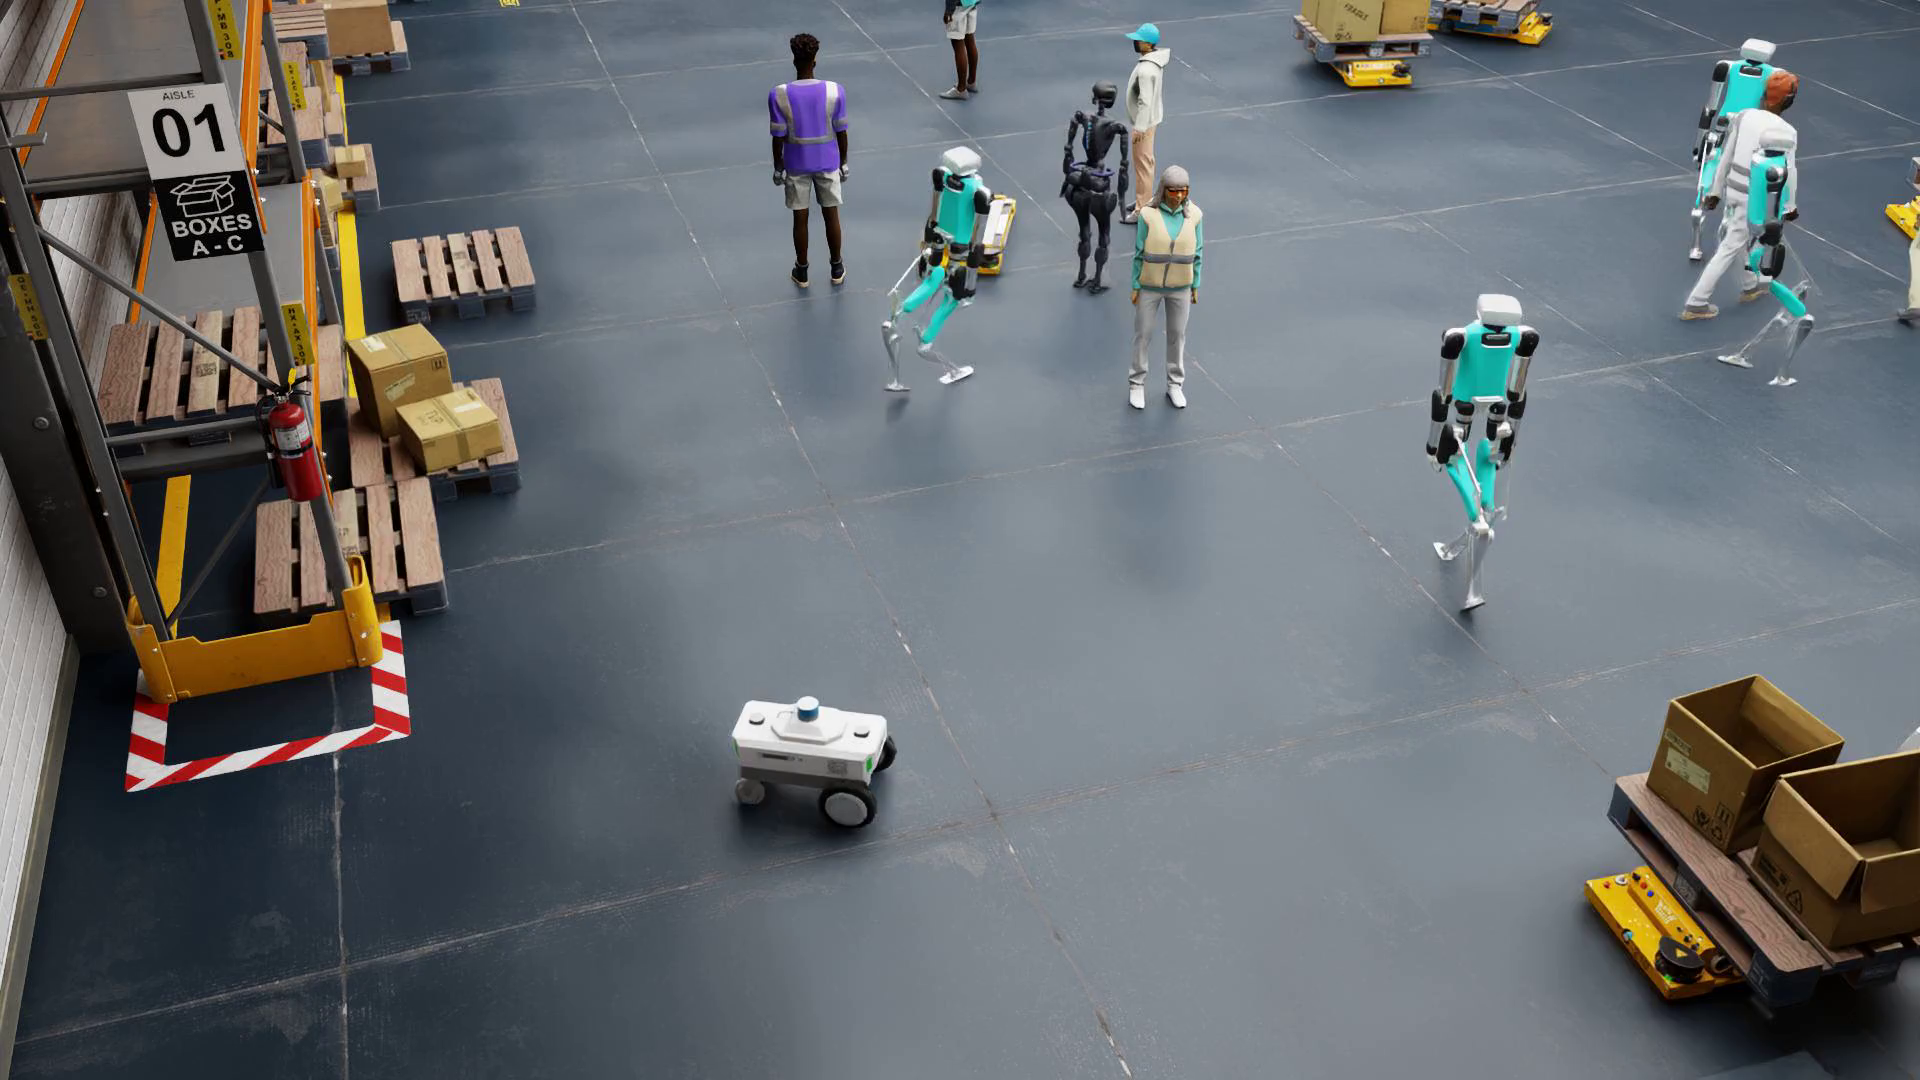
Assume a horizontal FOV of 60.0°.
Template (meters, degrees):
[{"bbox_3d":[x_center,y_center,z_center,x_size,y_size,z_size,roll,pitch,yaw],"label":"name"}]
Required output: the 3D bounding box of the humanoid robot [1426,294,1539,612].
[{"bbox_3d":[2.915,-0.396,9.171,0.532,1.782,1.019,-3,33,-5],"label":"humanoid robot"}]

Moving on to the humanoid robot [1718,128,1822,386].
[{"bbox_3d":[5.730,-1.937,11.514,0.821,1.796,0.578,5,33,7],"label":"humanoid robot"}]

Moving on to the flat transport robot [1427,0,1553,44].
[{"bbox_3d":[5.940,-5.905,18.916,1.431,0.231,0.659,17,37,24],"label":"flat transport robot"}]

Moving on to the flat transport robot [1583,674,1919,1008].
[{"bbox_3d":[3.598,1.617,7.379,1.431,0.231,0.659,-8,34,-12],"label":"flat transport robot"}]

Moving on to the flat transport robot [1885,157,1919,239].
[{"bbox_3d":[8.656,-2.683,13.973,1.431,0.231,0.659,2,33,3],"label":"flat transport robot"}]

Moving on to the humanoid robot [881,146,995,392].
[{"bbox_3d":[-0.275,-1.721,11.162,0.932,1.754,0.564,-19,38,-27],"label":"humanoid robot"}]

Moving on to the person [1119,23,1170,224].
[{"bbox_3d":[1.525,-3.475,13.899,0.369,1.675,0.474,6,34,10],"label":"person"}]

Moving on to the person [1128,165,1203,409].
[{"bbox_3d":[1.370,-1.695,11.144,0.465,1.706,0.368,-2,33,-3],"label":"person"}]

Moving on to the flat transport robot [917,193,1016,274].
[{"bbox_3d":[0.073,-2.579,13.813,0.659,0.231,1.431,4,33,6],"label":"flat transport robot"}]

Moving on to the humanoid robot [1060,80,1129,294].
[{"bbox_3d":[1.010,-2.697,12.710,0.615,1.641,0.326,22,39,30],"label":"humanoid robot"}]

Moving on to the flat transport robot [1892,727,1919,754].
[{"bbox_3d":[5.000,1.134,8.119,1.431,0.231,0.659,-26,41,-33],"label":"flat transport robot"}]

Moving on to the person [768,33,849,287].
[{"bbox_3d":[-1.144,-2.892,12.741,0.603,1.966,0.367,-6,34,-9],"label":"person"}]

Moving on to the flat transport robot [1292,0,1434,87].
[{"bbox_3d":[4.263,-5.154,17.764,0.659,0.231,1.431,-4,33,-6],"label":"flat transport robot"}]

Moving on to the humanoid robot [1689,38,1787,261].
[{"bbox_3d":[6.014,-2.948,13.074,0.540,1.841,0.663,15,36,22],"label":"humanoid robot"}]

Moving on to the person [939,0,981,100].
[{"bbox_3d":[0.013,-5.374,16.573,0.434,1.936,0.565,15,36,22],"label":"person"}]

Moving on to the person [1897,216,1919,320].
[{"bbox_3d":[7.315,-2.417,12.155,0.588,1.811,0.481,0,33,0],"label":"person"}]

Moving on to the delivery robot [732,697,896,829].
[{"bbox_3d":[-0.701,1.030,8.032,0.814,0.612,0.499,6,34,9],"label":"delivery robot"}]

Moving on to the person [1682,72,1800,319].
[{"bbox_3d":[5.914,-2.543,12.326,0.943,1.835,0.578,-8,34,-12],"label":"person"}]
